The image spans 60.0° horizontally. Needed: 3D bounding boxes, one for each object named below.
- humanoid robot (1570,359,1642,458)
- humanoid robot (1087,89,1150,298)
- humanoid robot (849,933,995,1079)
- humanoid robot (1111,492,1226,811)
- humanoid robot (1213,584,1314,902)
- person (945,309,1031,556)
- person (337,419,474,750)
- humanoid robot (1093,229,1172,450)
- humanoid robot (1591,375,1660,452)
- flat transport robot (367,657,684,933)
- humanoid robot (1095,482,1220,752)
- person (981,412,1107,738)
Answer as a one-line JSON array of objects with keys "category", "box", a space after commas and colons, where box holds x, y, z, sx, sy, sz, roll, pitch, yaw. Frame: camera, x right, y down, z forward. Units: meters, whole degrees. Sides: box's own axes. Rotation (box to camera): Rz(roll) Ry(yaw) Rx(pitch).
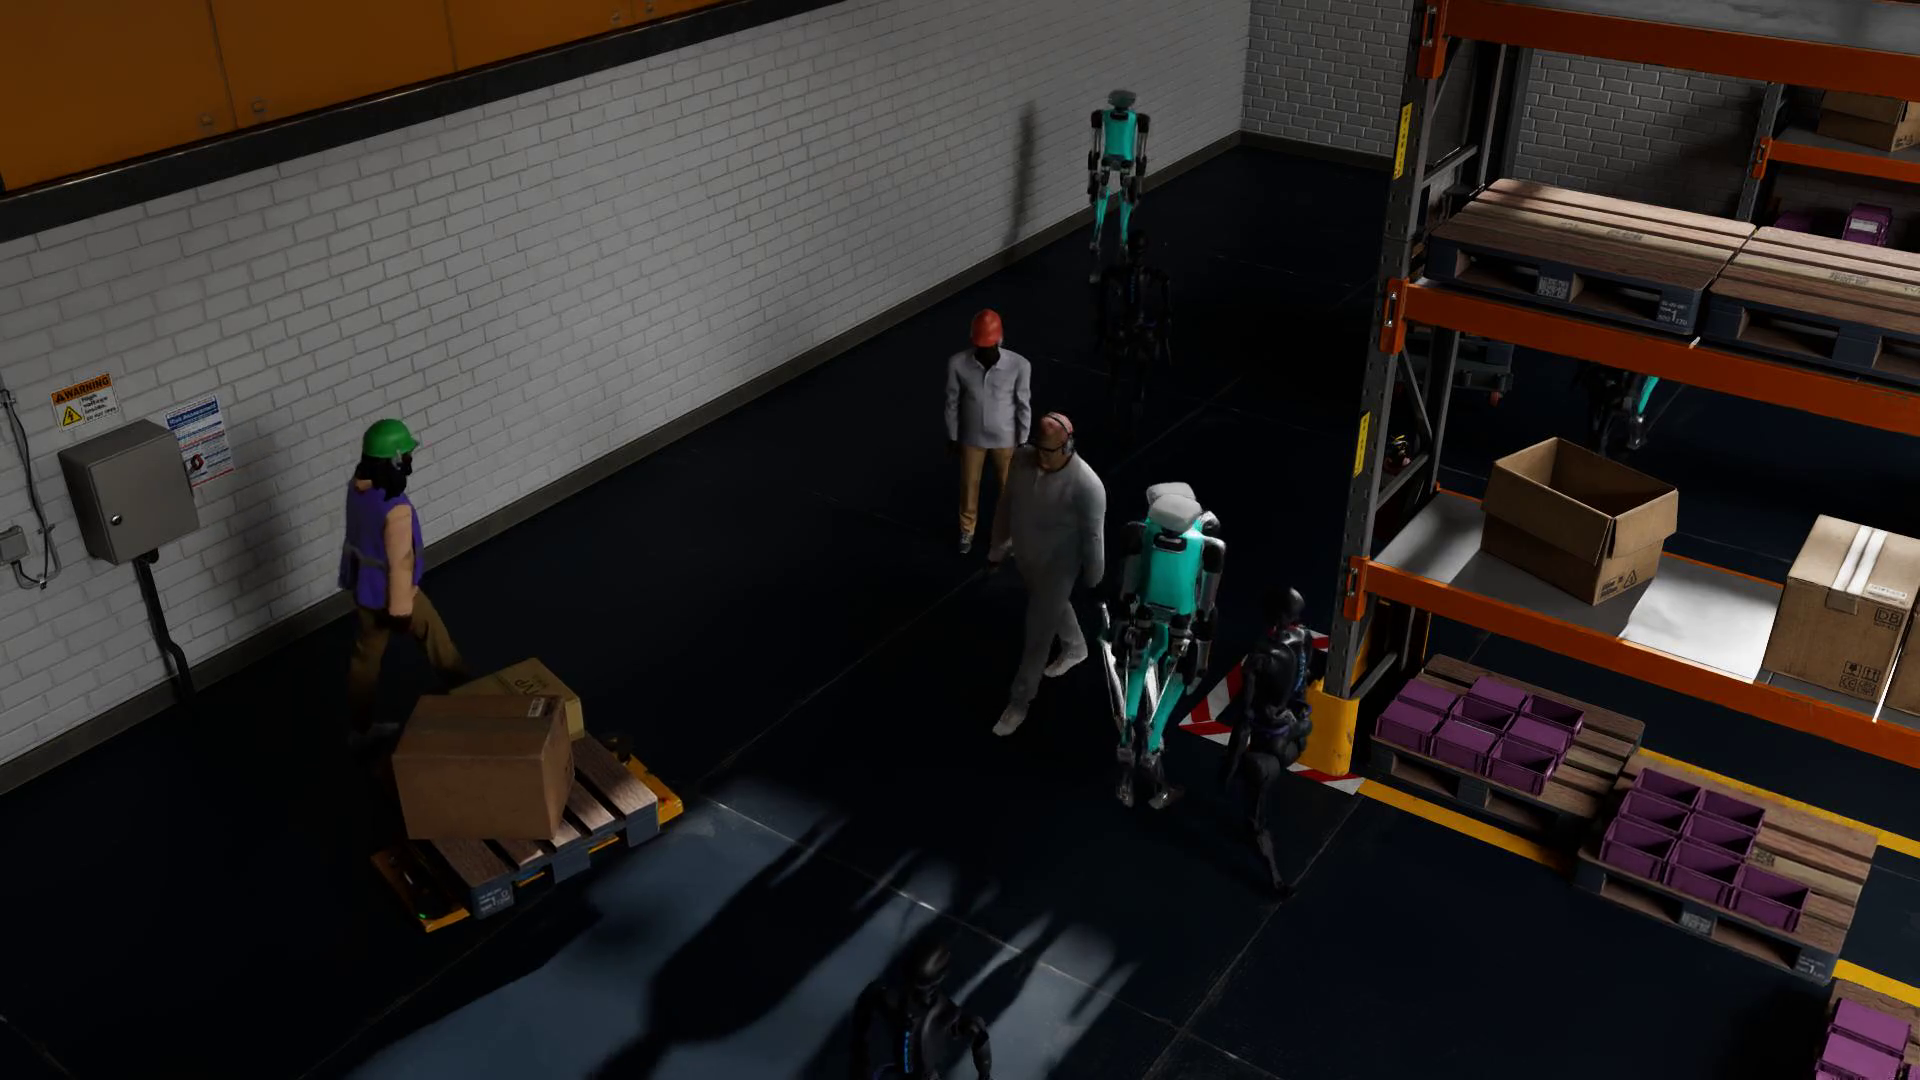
[{"category": "humanoid robot", "box": [4.528, -1.125, 11.606, 0.613, 1.634, 0.589, -13, 32, -21]}, {"category": "humanoid robot", "box": [1.340, -3.047, 14.886, 0.532, 1.797, 0.804, 9, 31, 16]}, {"category": "humanoid robot", "box": [-0.191, 2.119, 5.968, 0.589, 1.643, 0.558, 10, 32, 17]}, {"category": "humanoid robot", "box": [0.956, 0.679, 8.370, 0.534, 1.775, 0.734, 12, 32, 20]}, {"category": "humanoid robot", "box": [1.466, 0.957, 8.010, 0.613, 1.648, 0.608, 26, 39, 37]}, {"category": "person", "box": [0.181, -0.683, 10.752, 0.562, 1.740, 0.366, 4, 30, 6]}, {"category": "person", "box": [-3.057, 0.229, 9.046, 0.539, 1.869, 0.969, 25, 38, 36]}, {"category": "humanoid robot", "box": [1.268, -1.487, 12.215, 0.590, 1.641, 0.480, 6, 31, 10]}, {"category": "humanoid robot", "box": [4.828, -1.295, 11.844, 0.531, 1.800, 0.934, 22, 36, 33]}, {"category": "flat transport robot", "box": [-2.202, 1.465, 8.498, 1.431, 0.231, 0.659, -23, 37, -34]}, {"category": "humanoid robot", "box": [0.970, 0.383, 8.908, 0.532, 1.763, 0.767, -10, 31, -17]}, {"category": "person", "box": [0.485, 0.119, 9.252, 0.964, 1.852, 0.636, -23, 37, -34]}]
